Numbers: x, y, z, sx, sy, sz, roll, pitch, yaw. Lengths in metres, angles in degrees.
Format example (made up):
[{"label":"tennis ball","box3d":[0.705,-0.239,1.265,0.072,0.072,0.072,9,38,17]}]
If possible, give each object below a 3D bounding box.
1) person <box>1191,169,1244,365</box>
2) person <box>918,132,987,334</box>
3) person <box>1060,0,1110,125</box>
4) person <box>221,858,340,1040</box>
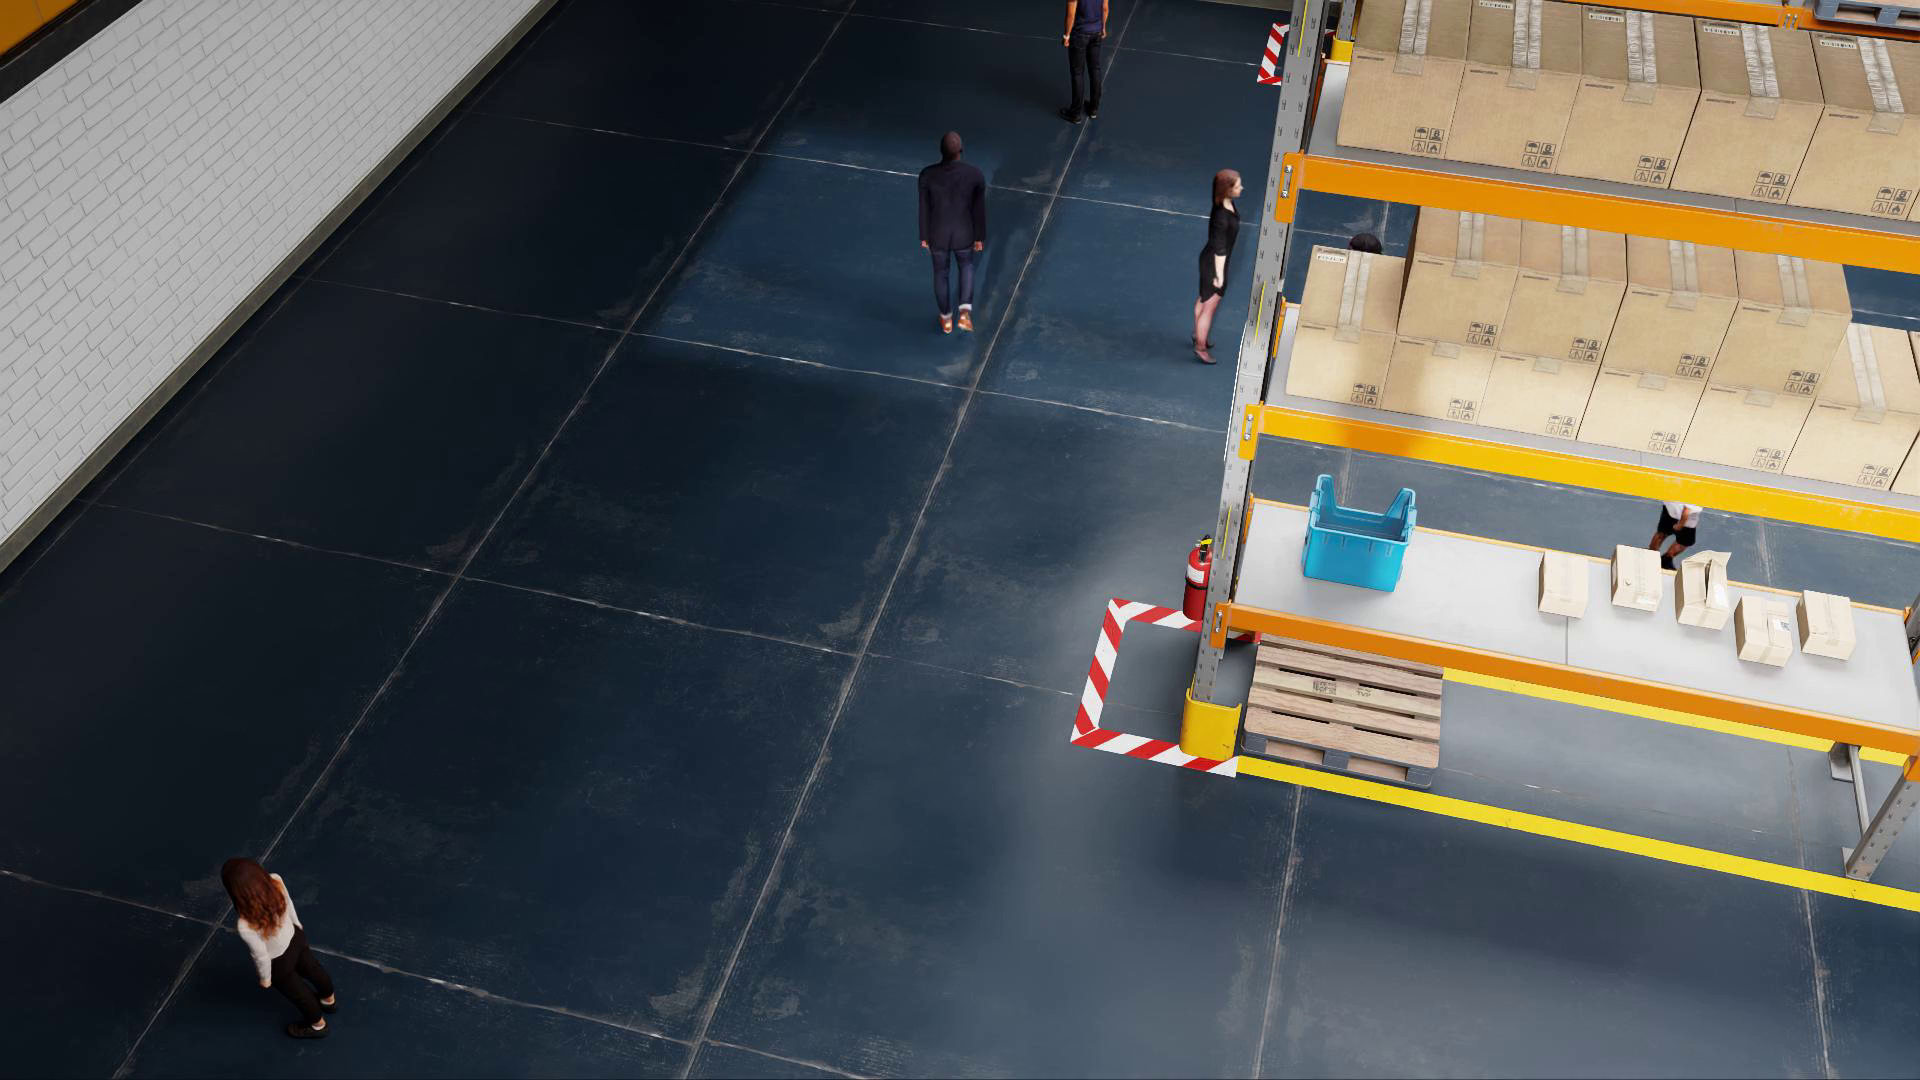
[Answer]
[{"label":"person","box3d":[2.009,-2.172,13.135,0.548,1.706,0.616,4,44,4]},{"label":"person","box3d":[-0.074,-2.378,13.278,0.848,1.807,0.896,-3,44,-4]},{"label":"person","box3d":[1.205,-4.855,15.885,0.704,1.797,0.761,-22,48,-22]},{"label":"person","box3d":[-3.573,2.147,8.763,0.489,1.484,0.545,8,44,8]}]
